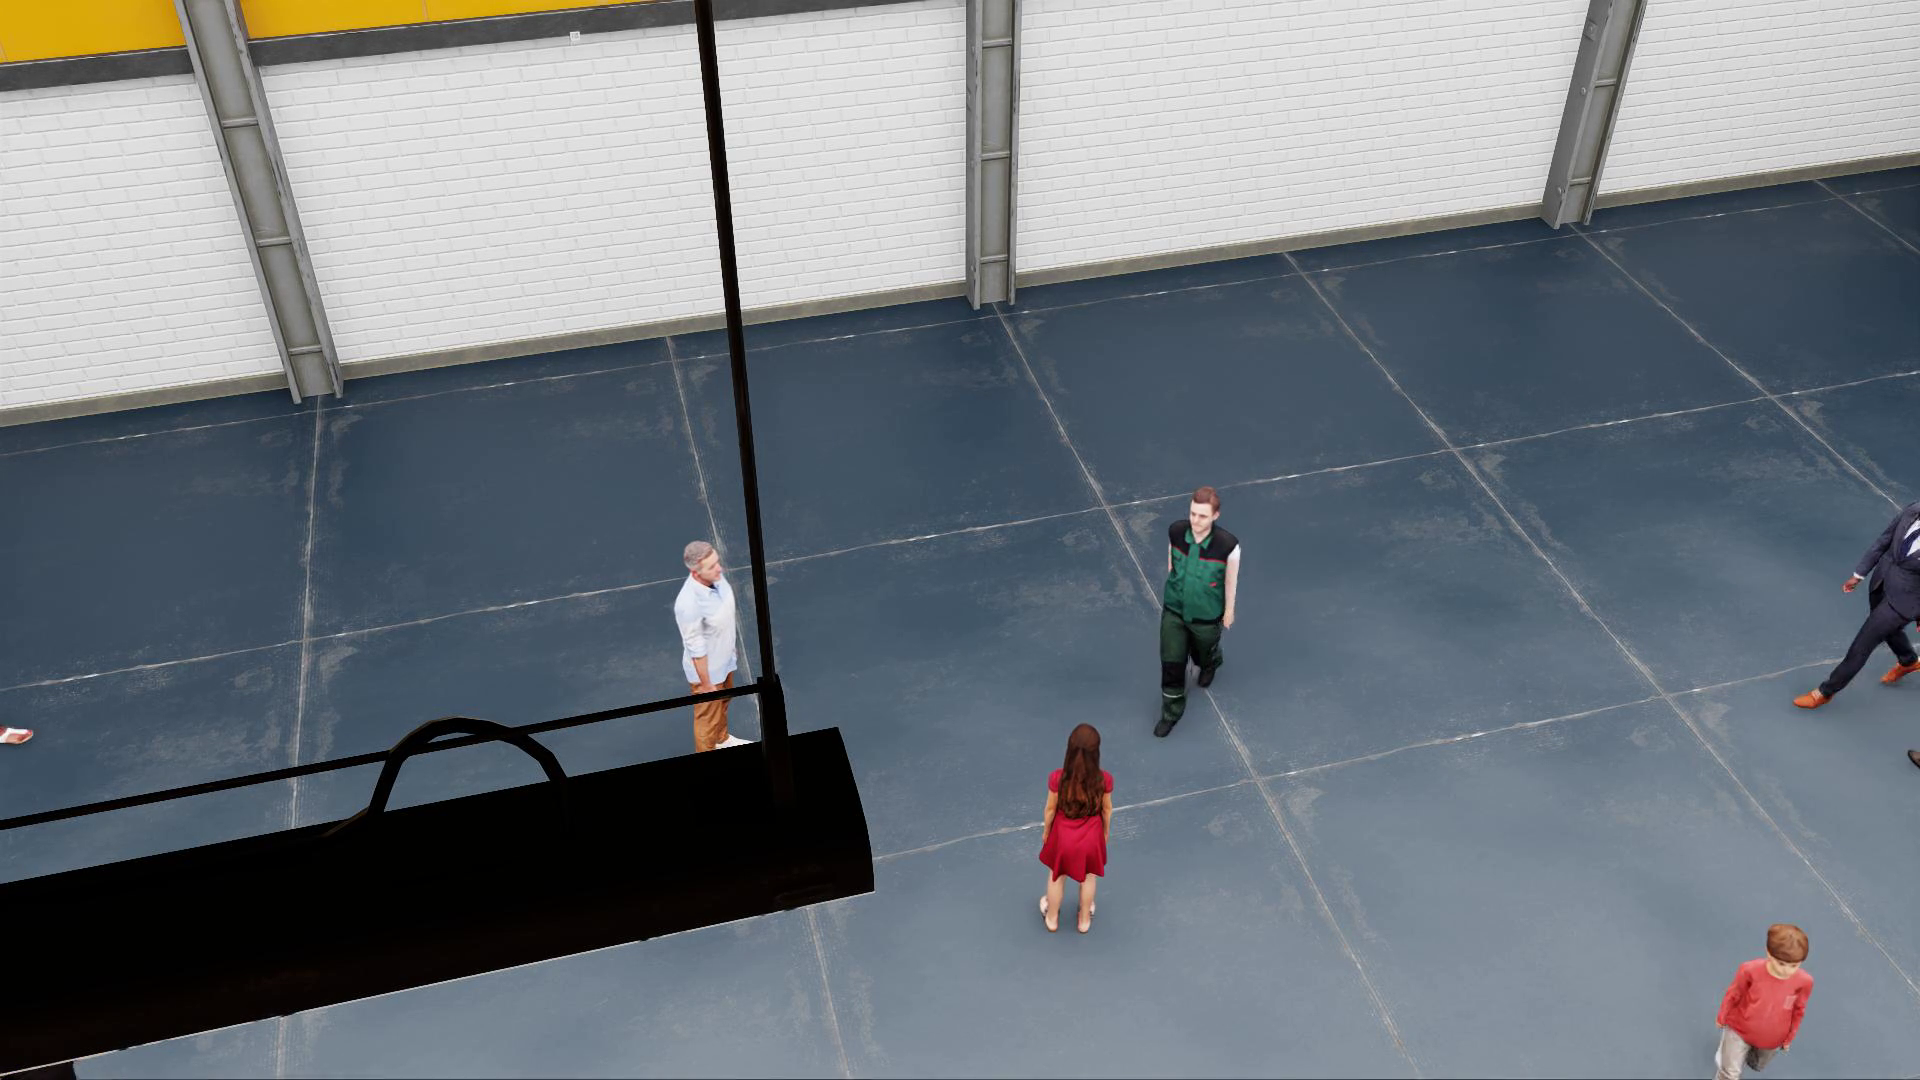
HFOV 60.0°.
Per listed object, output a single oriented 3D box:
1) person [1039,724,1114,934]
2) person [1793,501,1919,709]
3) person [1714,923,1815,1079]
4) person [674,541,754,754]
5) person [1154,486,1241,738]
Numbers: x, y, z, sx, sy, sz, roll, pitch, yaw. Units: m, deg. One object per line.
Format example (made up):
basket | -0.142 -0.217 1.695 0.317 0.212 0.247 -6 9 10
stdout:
person | 0.653 1.648 9.383 0.594 1.550 0.663 -2 39 -3
person | 6.158 0.354 10.807 1.221 1.796 0.764 -5 39 -6
person | 4.078 2.440 8.515 0.884 1.396 0.842 10 40 12
person | -1.549 0.735 10.305 0.744 1.827 0.767 7 39 9
person | 1.554 0.400 10.733 1.105 1.817 1.142 18 42 21
